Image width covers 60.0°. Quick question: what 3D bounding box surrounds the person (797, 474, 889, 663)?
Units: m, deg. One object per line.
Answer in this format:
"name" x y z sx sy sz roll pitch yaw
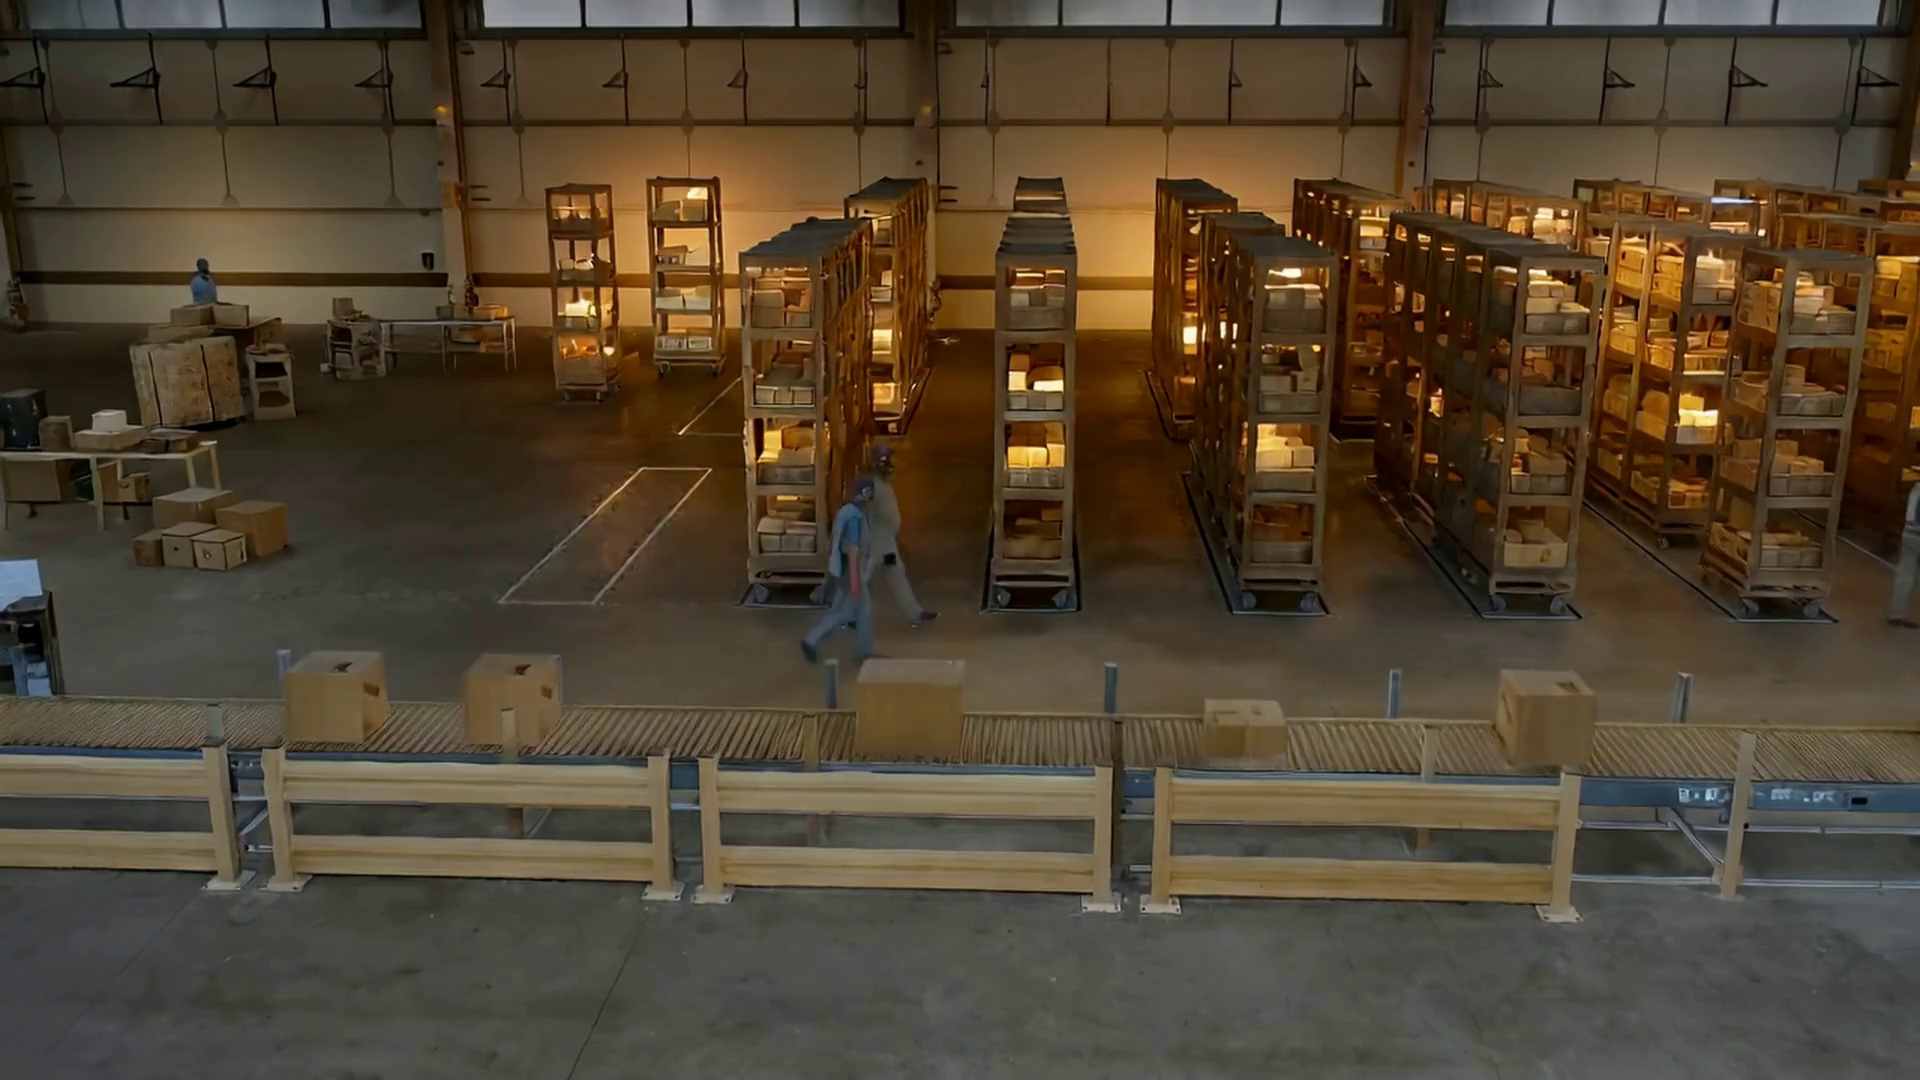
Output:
"person" -1.073 0.281 15.075 0.754 1.814 0.574 0 15 -2

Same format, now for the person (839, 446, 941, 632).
"person" -0.723 0.003 16.025 1.026 1.845 0.653 1 15 5

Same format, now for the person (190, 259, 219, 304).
"person" -14.884 -4.585 32.885 0.361 1.939 0.543 13 20 40

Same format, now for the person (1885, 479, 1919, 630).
"person" 9.451 0.021 16.034 0.807 1.800 0.626 2 15 9
